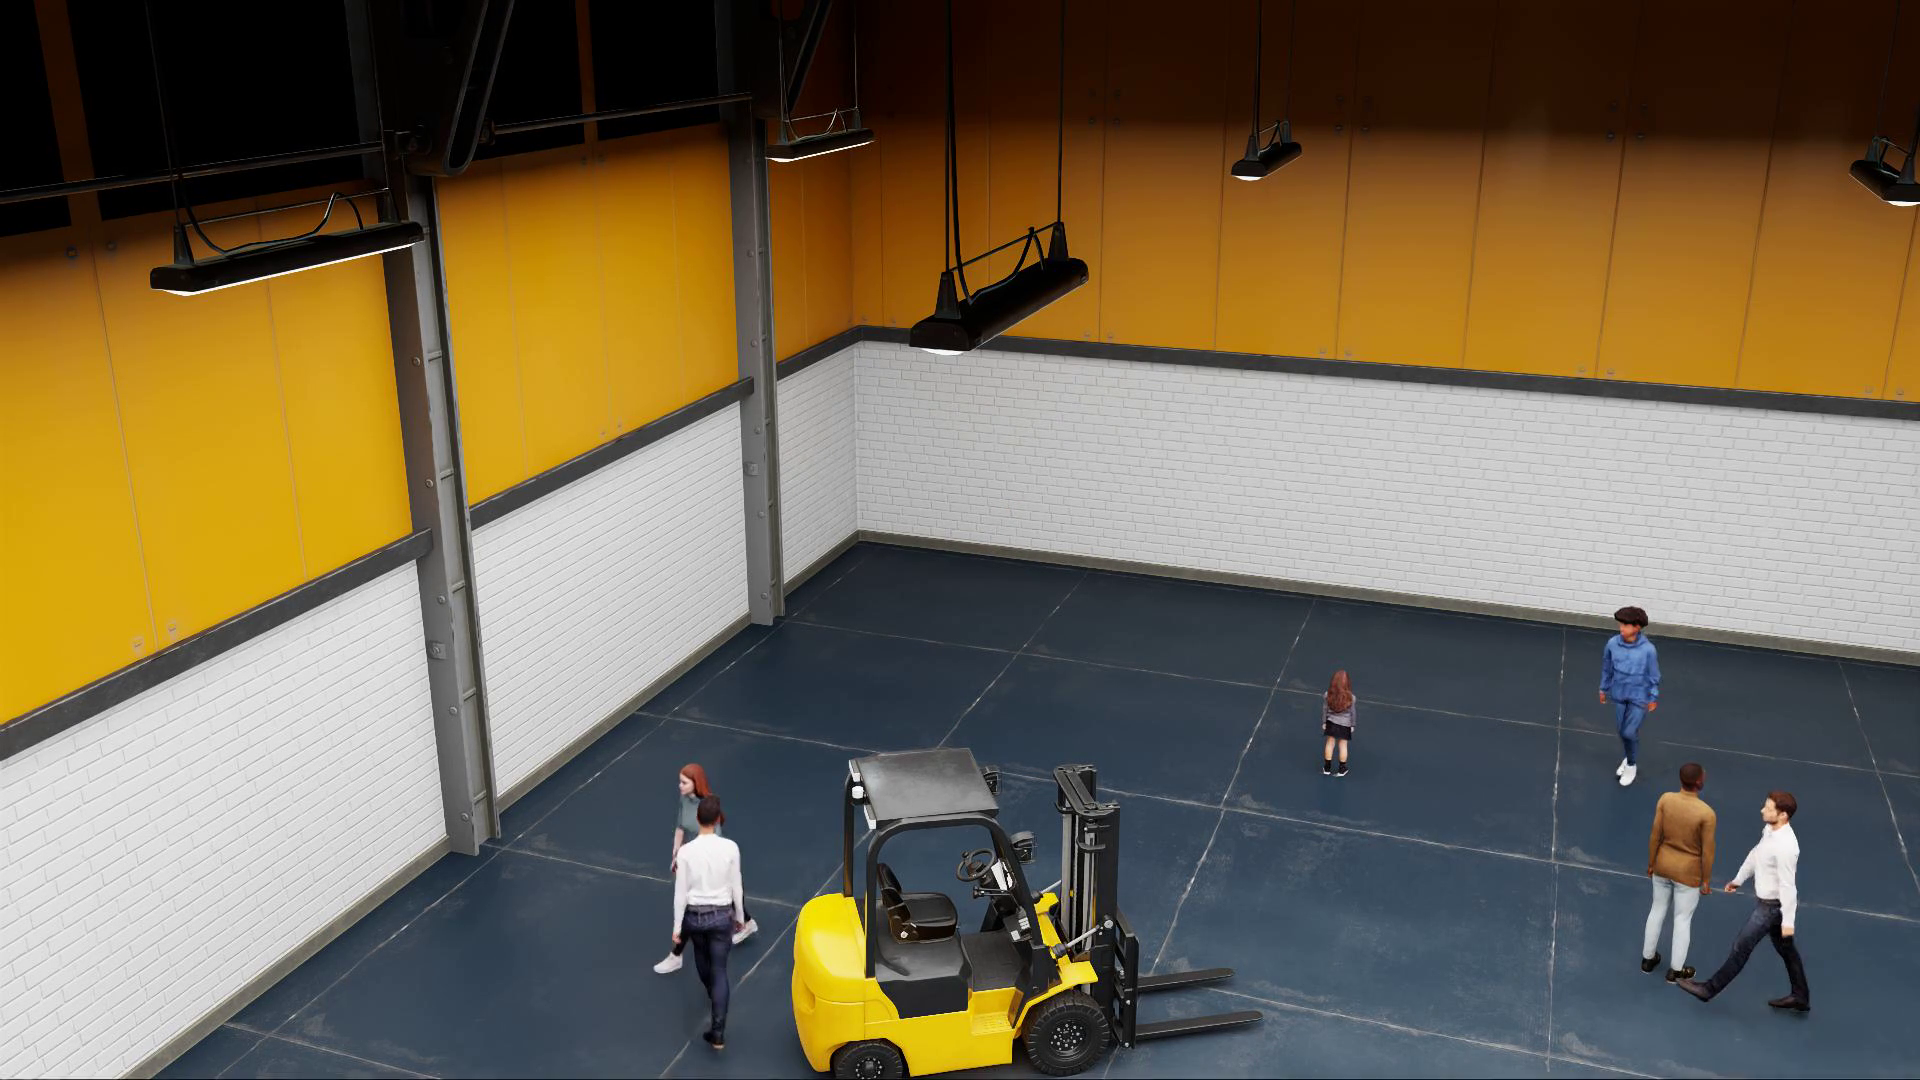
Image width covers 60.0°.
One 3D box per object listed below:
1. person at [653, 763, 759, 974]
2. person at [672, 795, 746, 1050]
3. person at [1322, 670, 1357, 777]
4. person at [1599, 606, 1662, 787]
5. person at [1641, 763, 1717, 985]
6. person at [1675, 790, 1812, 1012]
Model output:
[{"bbox_3d":[-1.959,2.549,13.201,1.246,1.688,0.988,-15,24,-37],"label":"person"},{"bbox_3d":[-1.840,2.835,12.158,1.039,1.812,1.339,-4,19,-11],"label":"person"},{"bbox_3d":[3.726,1.787,16.375,0.478,1.106,0.453,6,19,16],"label":"person"},{"bbox_3d":[6.584,1.487,16.209,0.886,1.780,0.849,-17,25,-42],"label":"person"},{"bbox_3d":[5.584,2.570,12.938,0.691,1.815,0.717,-17,25,-41],"label":"person"},{"bbox_3d":[6.160,2.750,12.400,0.783,1.818,1.147,6,20,17],"label":"person"}]
